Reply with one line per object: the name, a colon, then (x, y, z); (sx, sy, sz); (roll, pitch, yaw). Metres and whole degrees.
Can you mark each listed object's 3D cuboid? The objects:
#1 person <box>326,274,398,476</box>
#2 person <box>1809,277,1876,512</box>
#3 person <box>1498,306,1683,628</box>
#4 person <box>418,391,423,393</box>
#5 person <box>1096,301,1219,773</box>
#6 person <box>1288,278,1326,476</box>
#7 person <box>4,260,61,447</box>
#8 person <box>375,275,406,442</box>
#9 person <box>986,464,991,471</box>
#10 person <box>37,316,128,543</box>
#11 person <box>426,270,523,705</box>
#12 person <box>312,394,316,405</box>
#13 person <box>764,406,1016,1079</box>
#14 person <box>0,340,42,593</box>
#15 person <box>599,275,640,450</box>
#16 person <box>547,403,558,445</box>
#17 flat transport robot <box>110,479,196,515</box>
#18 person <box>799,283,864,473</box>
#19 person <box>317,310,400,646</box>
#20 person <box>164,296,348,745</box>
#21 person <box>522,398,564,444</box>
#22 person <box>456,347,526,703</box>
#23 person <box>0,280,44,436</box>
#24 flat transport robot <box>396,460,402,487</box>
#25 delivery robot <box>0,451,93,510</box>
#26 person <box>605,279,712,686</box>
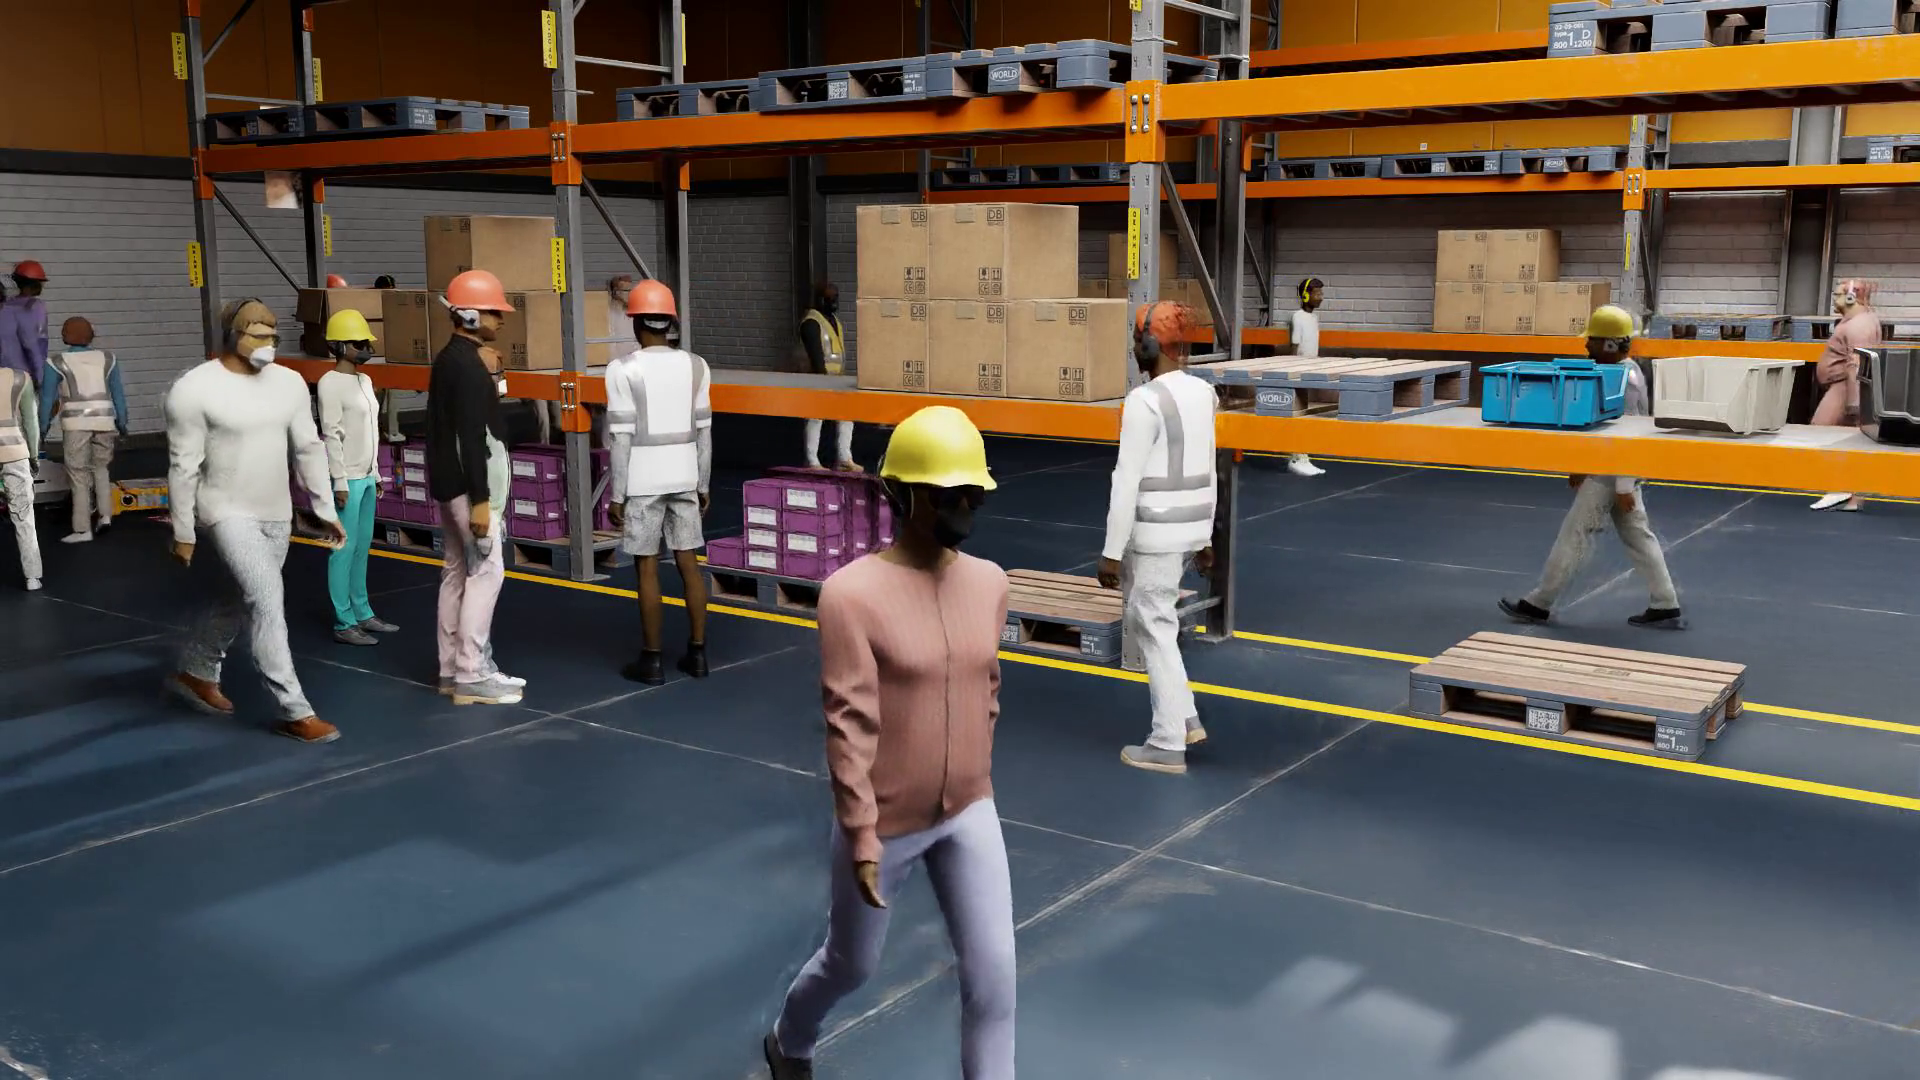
person: (-5.201, -1.319, 14.268); (0.559, 1.911, 0.618); (-2, 10, -14)
person: (7.069, -1.158, 13.376); (0.472, 1.888, 0.656); (6, 11, 33)
person: (3.547, -0.386, 9.136); (0.973, 1.782, 0.587); (4, 10, 24)
person: (-4.931, -1.629, 15.928); (0.644, 1.977, 0.697); (-2, 10, -10)
person: (0.773, 0.000, 6.569); (0.426, 1.871, 0.578); (6, 11, 33)
person: (3.319, -1.542, 15.769); (0.413, 1.861, 0.537); (5, 11, 27)
person: (-8.923, -1.659, 15.962); (0.628, 2.027, 0.508); (4, 10, 25)
person: (-6.415, -2.023, 18.641); (0.536, 1.863, 0.334); (6, 11, 30)
person: (0.065, -1.621, 15.915); (0.607, 1.966, 0.367); (-6, 11, -34)
person: (-6.292, -0.788, 11.942); (0.350, 1.631, 0.578); (7, 12, 36)
person: (-2.225, -0.240, 7.656); (0.420, 1.983, 0.623); (-5, 11, -25)
person: (-5.519, -1.386, 14.921); (0.618, 1.850, 0.907); (6, 11, 31)
person: (-0.132, 0.561, 3.634); (0.516, 1.737, 0.866); (-7, 12, -35)
person: (-5.818, -0.471, 10.029); (0.514, 1.644, 0.307); (-8, 13, -40)
person: (-3.143, -1.556, 15.783); (0.722, 1.881, 0.643); (4, 10, 23)
person: (-3.845, -1.592, 16.048); (0.581, 1.867, 0.996); (-7, 12, -34)
flat transport robot: (-6.360, -0.387, 13.606); (1.431, 0.197, 0.652); (-6, 11, -32)
person: (-1.200, -1.491, 15.587); (0.696, 1.814, 0.641); (4, 10, 22)
person: (-3.205, -0.331, 8.828); (0.315, 1.769, 0.525); (0, 10, 2)
person: (-3.093, -0.097, 7.122); (1.034, 1.888, 0.641); (5, 11, 27)
person: (-3.951, -1.422, 15.740); (0.531, 1.622, 0.508); (-9, 13, -43)
person: (-2.183, -0.071, 7.671); (0.285, 1.633, 0.497); (-2, 10, -9)
person: (-8.790, -1.470, 15.288); (0.678, 1.905, 1.007); (-1, 10, -3)
flat transport robot: (-5.238, -0.545, 14.548); (0.652, 0.197, 1.431); (9, 13, 44)
delivery robot: (-7.079, -0.442, 12.812); (0.477, 0.478, 0.707); (8, 13, 42)
person: (-1.454, -0.275, 7.984); (0.551, 1.935, 0.373); (-7, 12, -38)
